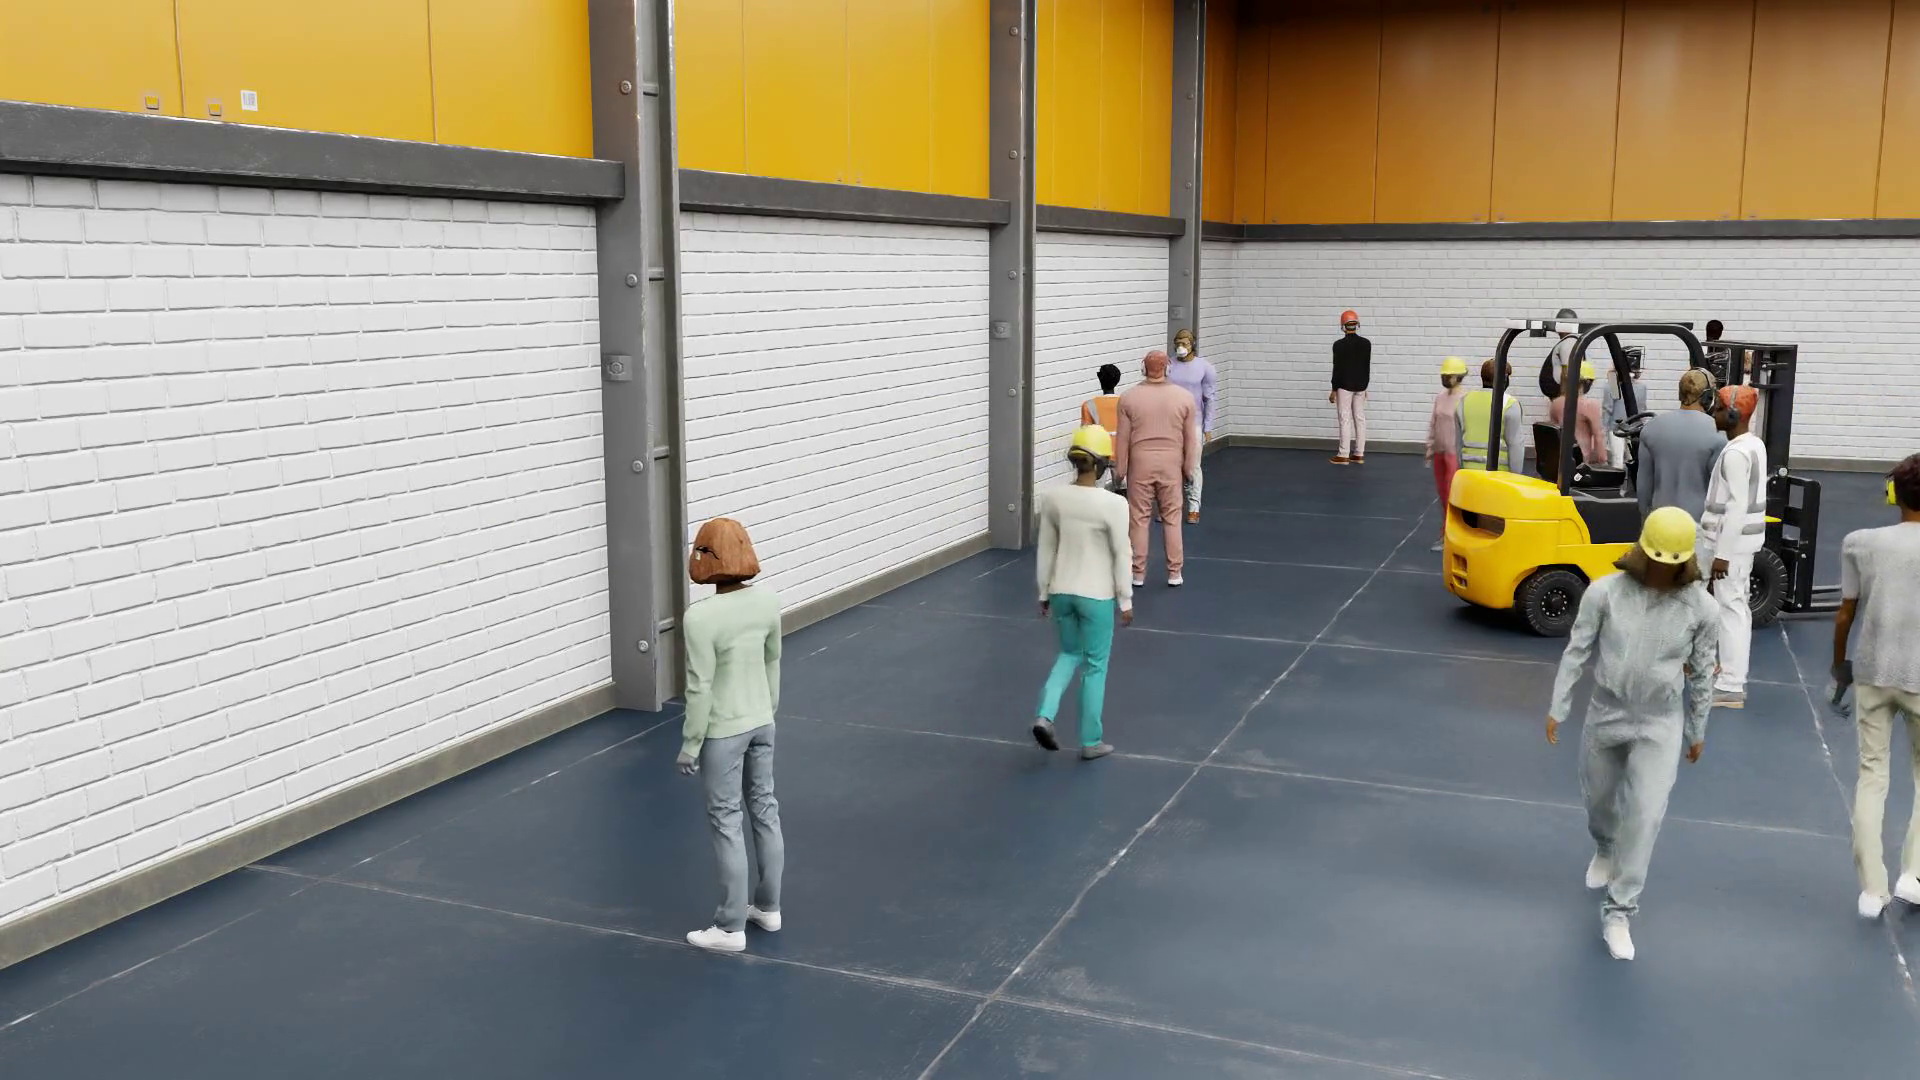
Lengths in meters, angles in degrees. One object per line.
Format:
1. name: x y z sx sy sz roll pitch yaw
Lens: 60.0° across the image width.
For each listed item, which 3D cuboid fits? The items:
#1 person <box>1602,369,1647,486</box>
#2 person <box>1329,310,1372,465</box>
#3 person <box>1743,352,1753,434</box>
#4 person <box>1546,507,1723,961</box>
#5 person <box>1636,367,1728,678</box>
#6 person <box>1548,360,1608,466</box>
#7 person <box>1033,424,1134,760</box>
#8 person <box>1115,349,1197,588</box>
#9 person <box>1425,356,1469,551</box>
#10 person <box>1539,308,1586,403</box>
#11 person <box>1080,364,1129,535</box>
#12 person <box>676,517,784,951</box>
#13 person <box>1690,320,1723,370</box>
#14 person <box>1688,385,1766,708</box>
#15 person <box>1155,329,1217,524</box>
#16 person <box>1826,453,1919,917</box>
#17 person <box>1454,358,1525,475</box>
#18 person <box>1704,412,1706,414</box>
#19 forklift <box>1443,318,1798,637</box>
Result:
1. person: 7.019 -1.142 17.631 0.515 1.616 0.419 -2 9 -9
2. person: 5.032 -1.968 21.518 0.612 1.990 0.392 -5 11 -27
3. person: 8.580 -1.274 18.409 0.392 1.614 0.519 -2 10 -13
4. person: 2.591 0.670 6.405 0.574 1.693 0.784 4 10 25
5. person: 4.547 -0.112 10.428 0.356 1.938 0.638 -6 11 -33
6. person: 5.367 -0.677 14.450 0.563 1.750 0.544 -4 10 -23
7. person: 0.626 0.288 8.568 0.539 1.759 0.454 8 12 39
8. person: 1.557 -0.568 13.294 0.651 1.904 0.403 0 9 1
9. person: 4.437 -0.787 15.090 0.345 1.775 0.526 -4 10 -21
10. person: 7.541 -1.885 20.862 0.535 2.000 0.684 5 11 29
11. person: 1.338 -0.739 14.988 0.530 1.689 0.321 0 9 -3
12. person: -0.862 0.727 6.266 0.278 1.634 0.498 6 11 34
13. person: 9.055 -1.692 20.069 0.611 1.917 0.411 0 9 -2
14. person: 4.498 0.036 9.696 0.337 1.882 0.584 6 11 32
15. person: 2.230 -1.129 16.596 0.629 1.940 0.373 4 10 22
16. person: 3.714 0.570 6.586 0.515 1.853 0.492 6 11 34
17. person: 4.213 -0.518 13.186 0.429 1.844 0.624 -6 11 -32
18. person: 5.883 -0.421 13.233 0.311 1.634 0.522 1 9 4
19. forklift: 4.706 -0.497 11.990 2.313 2.155 1.214 -2 10 -10
